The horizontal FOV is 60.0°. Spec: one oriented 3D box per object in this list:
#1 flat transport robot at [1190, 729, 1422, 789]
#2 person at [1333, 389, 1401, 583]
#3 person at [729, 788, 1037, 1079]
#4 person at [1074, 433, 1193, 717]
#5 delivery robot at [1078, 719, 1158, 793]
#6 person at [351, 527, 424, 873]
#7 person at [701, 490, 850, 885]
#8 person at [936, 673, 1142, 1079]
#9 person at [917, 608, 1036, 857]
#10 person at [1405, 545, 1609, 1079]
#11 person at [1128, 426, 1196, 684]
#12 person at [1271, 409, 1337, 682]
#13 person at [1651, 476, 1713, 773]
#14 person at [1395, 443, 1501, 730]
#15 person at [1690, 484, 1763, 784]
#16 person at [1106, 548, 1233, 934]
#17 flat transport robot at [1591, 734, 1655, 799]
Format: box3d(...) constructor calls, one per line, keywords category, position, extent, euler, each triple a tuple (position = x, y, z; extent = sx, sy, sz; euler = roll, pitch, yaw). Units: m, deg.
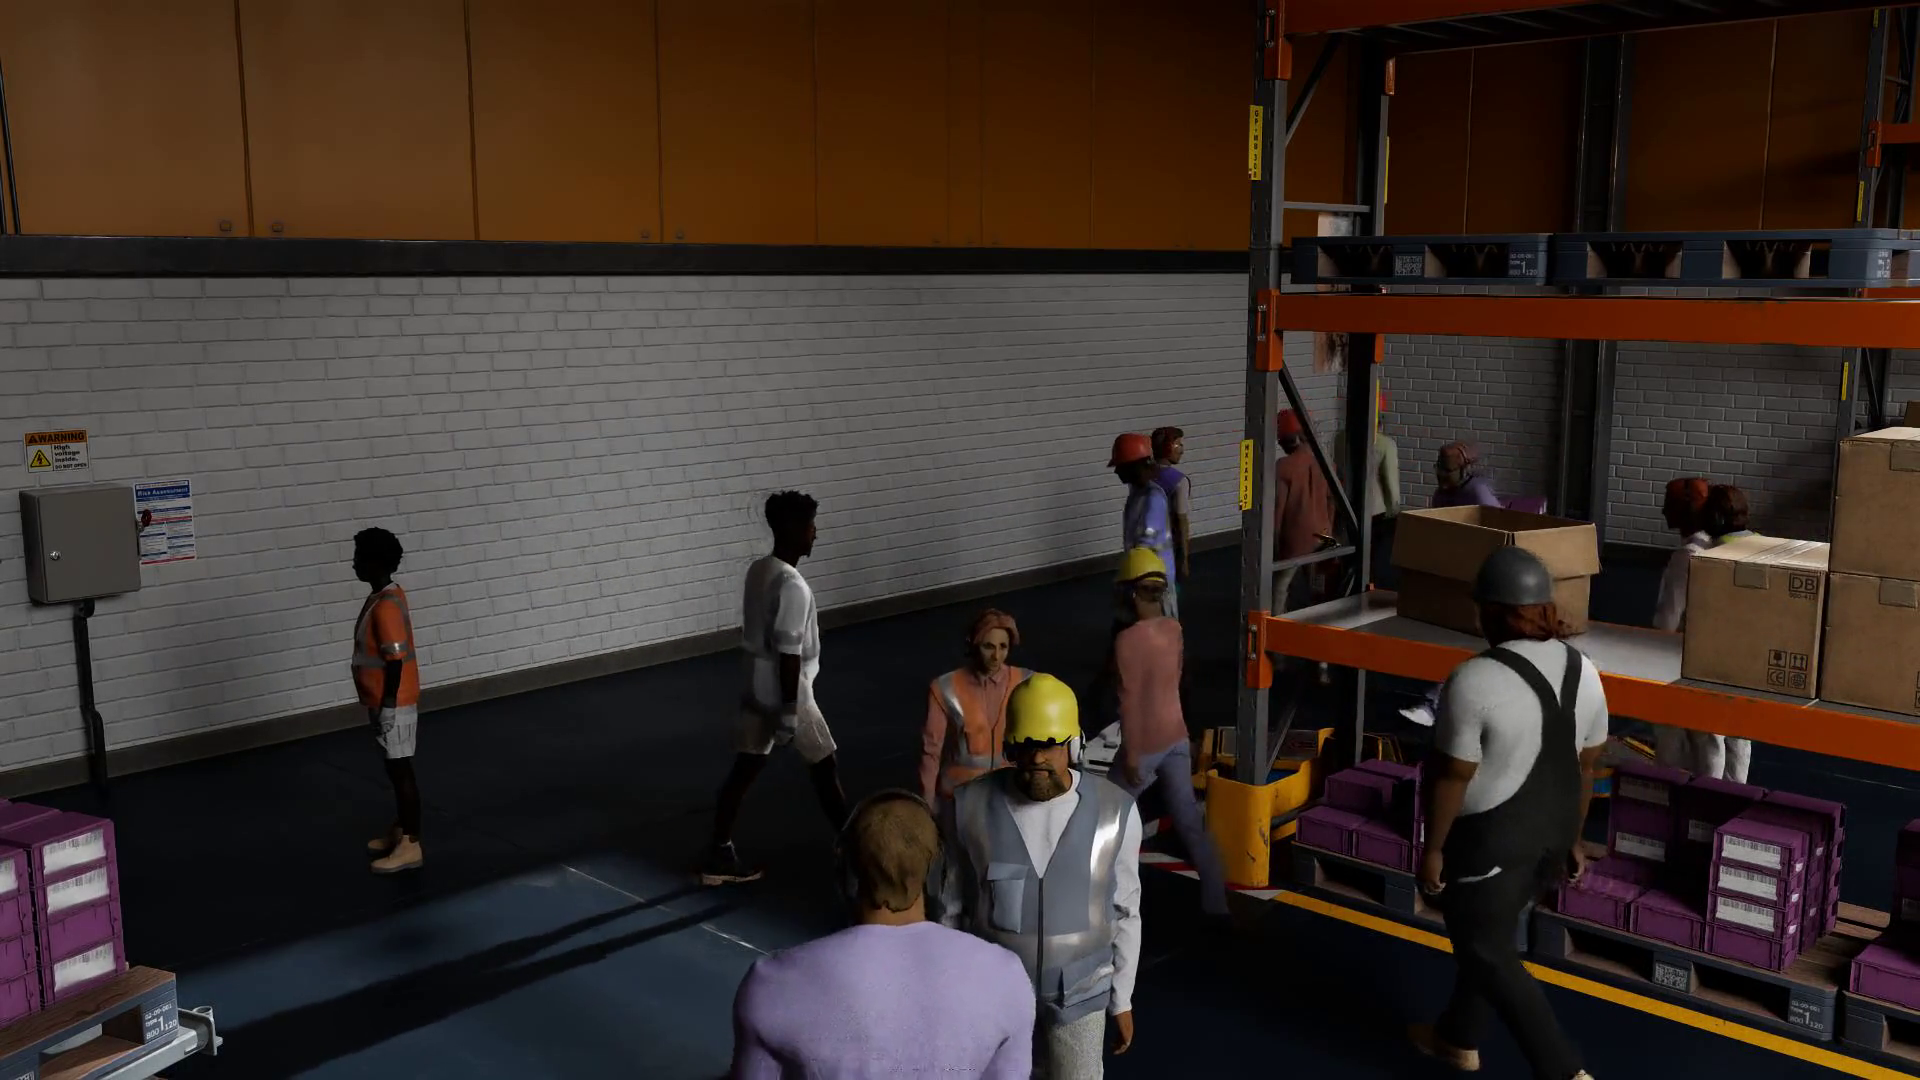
box3d(category="flat transport robot", position=(1.933, 1.267, 9.552), extent=(1.431, 0.197, 0.652), euler=(2, 9, 10))
box3d(category="person", position=(3.372, -0.259, 13.675), extent=(0.554, 1.974, 0.628), euler=(-7, 11, -35))
box3d(category="person", position=(-0.162, 1.453, 3.491), extent=(0.642, 1.897, 1.007), euler=(-3, 10, -19))
box3d(category="person", position=(1.093, 0.254, 10.801), extent=(0.971, 1.880, 0.563), euler=(-2, 9, -12))
box3d(category="delivery robot", position=(0.912, 1.158, 9.067), extent=(0.477, 0.478, 0.707), euler=(4, 10, 25))
box3d(category="person", position=(-2.823, 0.778, 8.191), extent=(0.316, 1.695, 0.542), euler=(-3, 10, -20))
box3d(category="person", position=(-0.804, 0.702, 8.003), extent=(1.008, 1.912, 0.606), euler=(-6, 11, -31))
box3d(category="person", position=(0.222, 1.273, 4.741), extent=(0.589, 1.833, 0.404), euler=(0, 9, 1))
box3d(category="person", position=(0.107, 1.081, 6.589), extent=(0.552, 1.602, 0.750), euler=(-1, 9, -9))
box3d(category="person", position=(1.936, 0.999, 5.786), extent=(0.684, 2.000, 0.917), euler=(-6, 11, -31))
box3d(category="person", position=(1.401, 0.116, 11.808), extent=(0.394, 1.841, 0.564), euler=(-7, 11, -36))
box3d(category="person", position=(2.421, 0.022, 12.079), extent=(0.678, 1.940, 0.878), euler=(-4, 10, -22))
box3d(category="person", position=(3.796, 0.588, 8.807), extent=(0.420, 1.873, 0.587), euler=(5, 10, 27))
box3d(category="person", position=(3.224, 0.291, 10.764), extent=(1.022, 1.841, 0.723), euler=(-2, 9, -11))
box3d(category="person", position=(3.965, 0.622, 8.731), extent=(0.621, 1.838, 0.429), euler=(-6, 11, -35))
box3d(category="person", position=(0.850, 0.903, 7.408), extent=(0.860, 1.725, 0.551), euler=(7, 12, 38))
box3d(category="flat transport robot", position=(3.408, 1.293, 9.398), extent=(1.431, 0.197, 0.652), euler=(-1, 9, -7))
